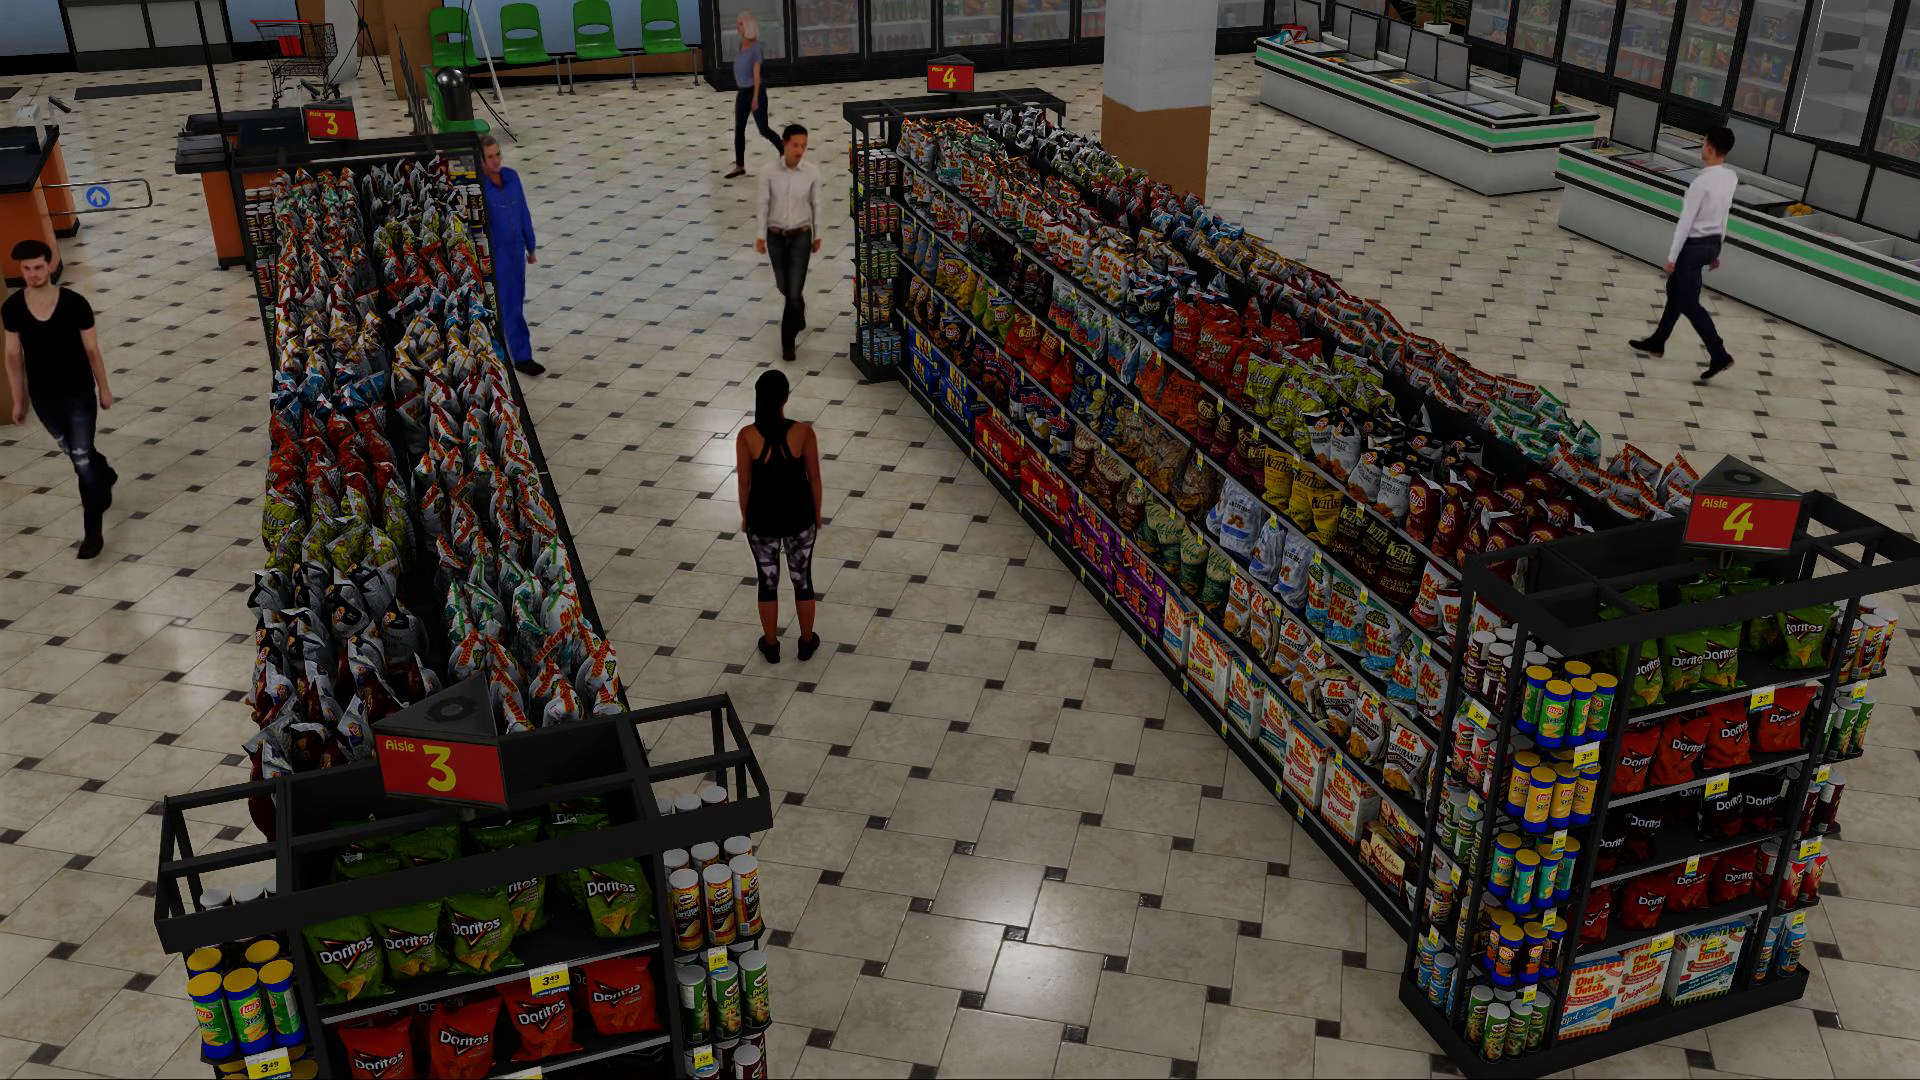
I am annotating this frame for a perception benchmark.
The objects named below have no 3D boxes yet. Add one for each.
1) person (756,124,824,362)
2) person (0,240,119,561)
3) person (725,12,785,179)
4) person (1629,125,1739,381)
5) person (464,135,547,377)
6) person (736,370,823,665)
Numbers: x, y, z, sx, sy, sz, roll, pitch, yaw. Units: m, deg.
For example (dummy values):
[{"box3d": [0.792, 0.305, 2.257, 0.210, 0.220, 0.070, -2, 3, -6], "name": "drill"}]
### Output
[{"box3d": [-1.324, -2.343, 12.918, 0.911, 1.769, 1.204, 0, 27, 0], "name": "person"}, {"box3d": [-5.345, -0.899, 9.970, 0.867, 1.860, 1.306, -3, 27, -5], "name": "person"}, {"box3d": [-2.130, -4.728, 17.693, 0.858, 1.704, 1.016, -20, 33, -34], "name": "person"}, {"box3d": [5.565, -2.119, 12.383, 0.794, 1.852, 1.249, -16, 31, -28], "name": "person"}, {"box3d": [-3.508, -2.146, 12.501, 1.243, 1.794, 1.139, 15, 30, 27], "name": "person"}, {"box3d": [-0.935, -0.125, 8.664, 0.623, 1.661, 0.570, -4, 27, -7], "name": "person"}]
